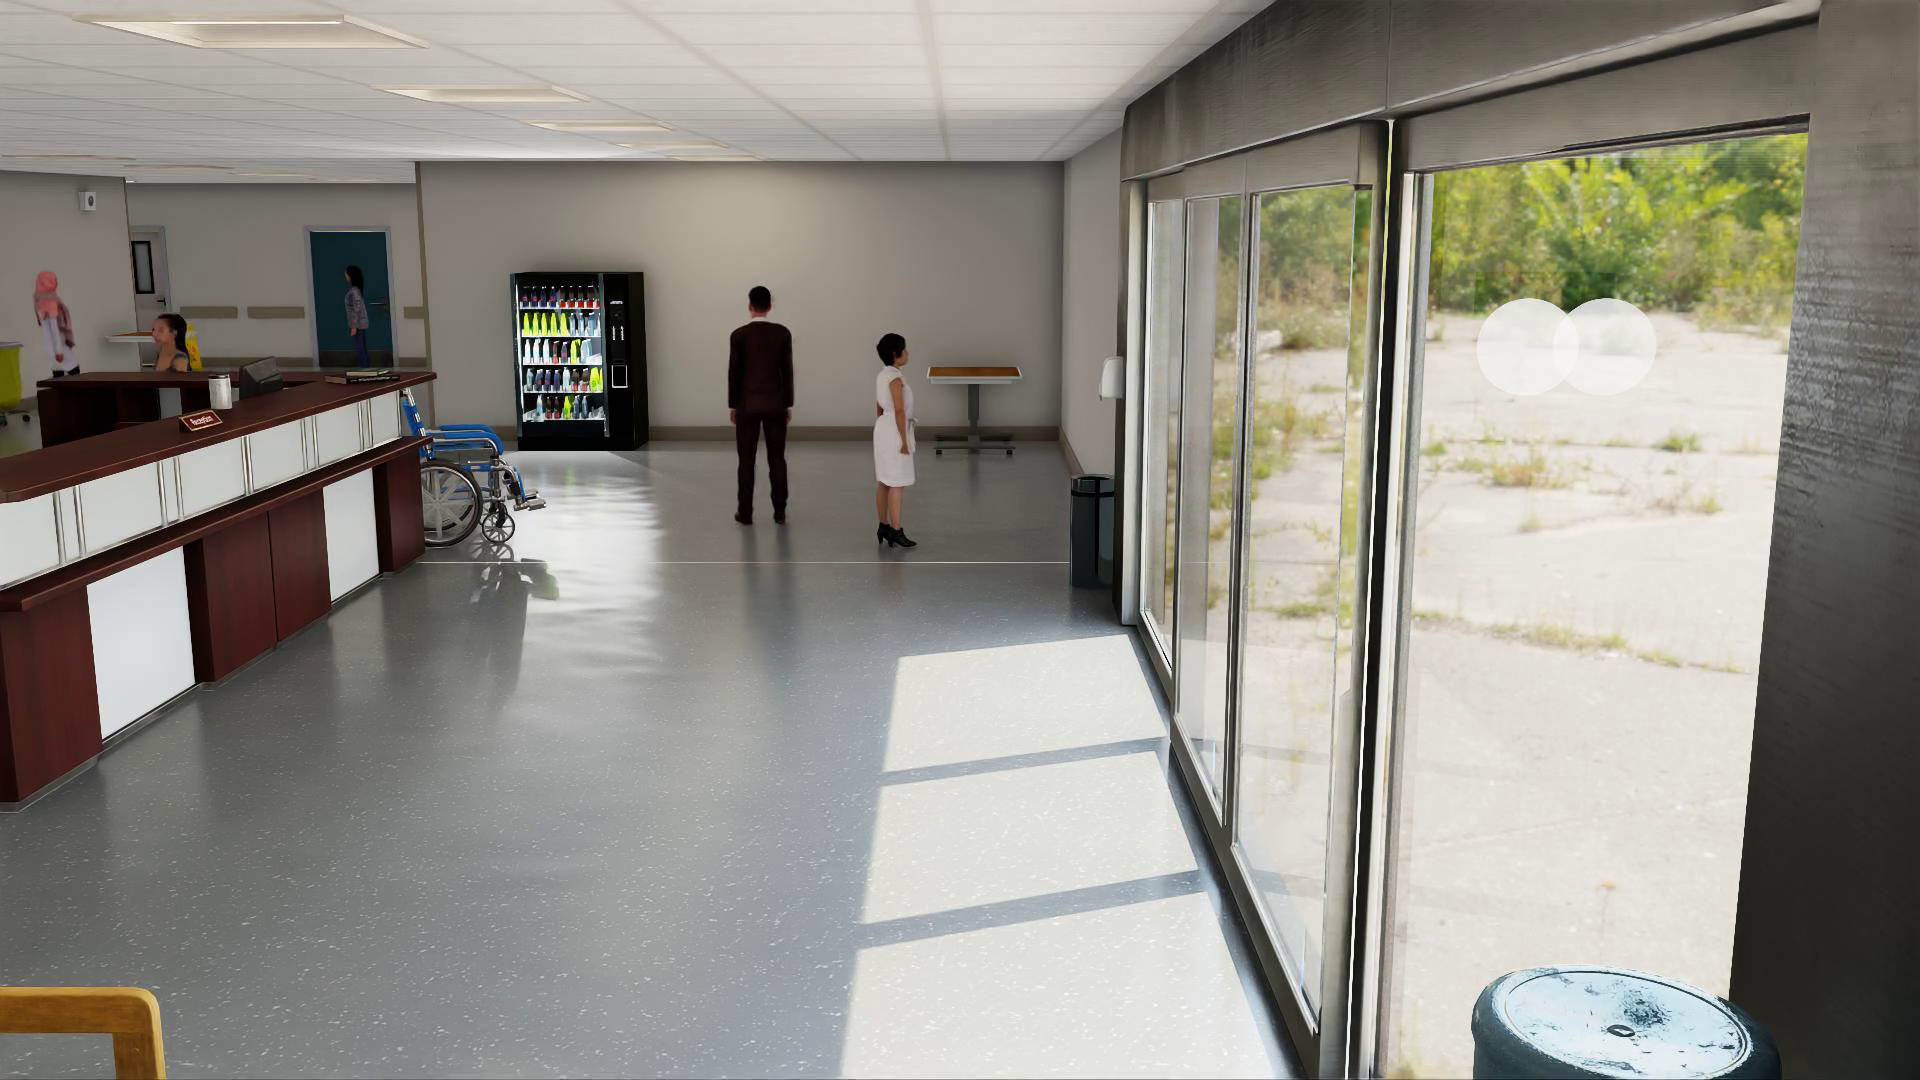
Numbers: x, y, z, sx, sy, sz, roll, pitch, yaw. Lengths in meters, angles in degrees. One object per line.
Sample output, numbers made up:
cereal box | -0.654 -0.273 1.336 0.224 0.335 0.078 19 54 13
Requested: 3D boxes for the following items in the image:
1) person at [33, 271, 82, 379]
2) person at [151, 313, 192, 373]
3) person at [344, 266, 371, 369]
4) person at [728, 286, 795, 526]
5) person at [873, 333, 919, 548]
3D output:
person | -10.495 -2.181 19.152 0.767 1.796 0.830 10 15 43
person | -5.799 -0.856 12.516 0.872 1.666 0.808 -9 14 -39
person | -8.909 -3.189 24.631 0.579 1.734 0.649 -2 11 -10
person | -1.540 -1.056 13.050 0.633 1.860 0.803 -3 11 -17
person | -0.492 -0.735 12.177 0.637 1.556 0.630 -5 12 -23
